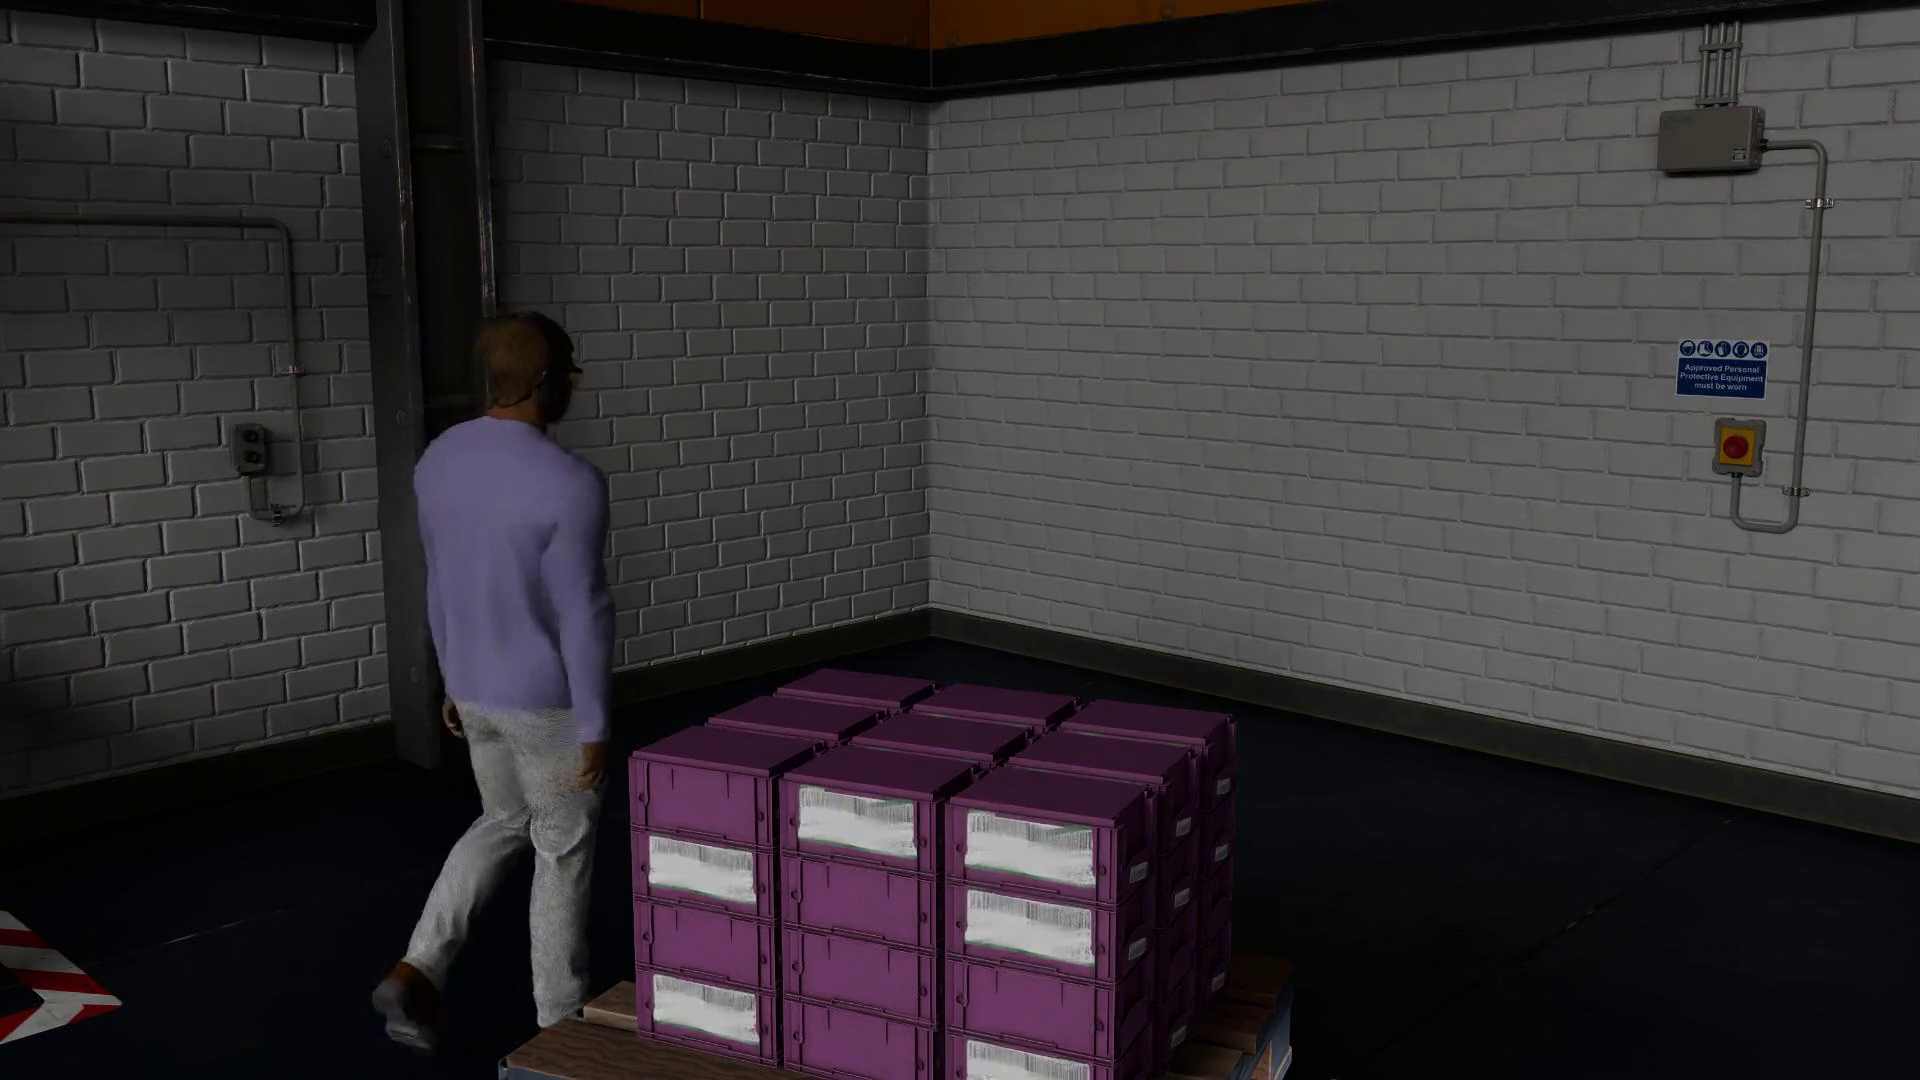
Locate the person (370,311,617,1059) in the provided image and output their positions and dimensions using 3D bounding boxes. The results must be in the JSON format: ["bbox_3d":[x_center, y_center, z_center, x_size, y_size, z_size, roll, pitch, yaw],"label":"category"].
[{"bbox_3d":[-1.117,0.401,4.119,0.651,1.925,0.604,6,11,34],"label":"person"}]
